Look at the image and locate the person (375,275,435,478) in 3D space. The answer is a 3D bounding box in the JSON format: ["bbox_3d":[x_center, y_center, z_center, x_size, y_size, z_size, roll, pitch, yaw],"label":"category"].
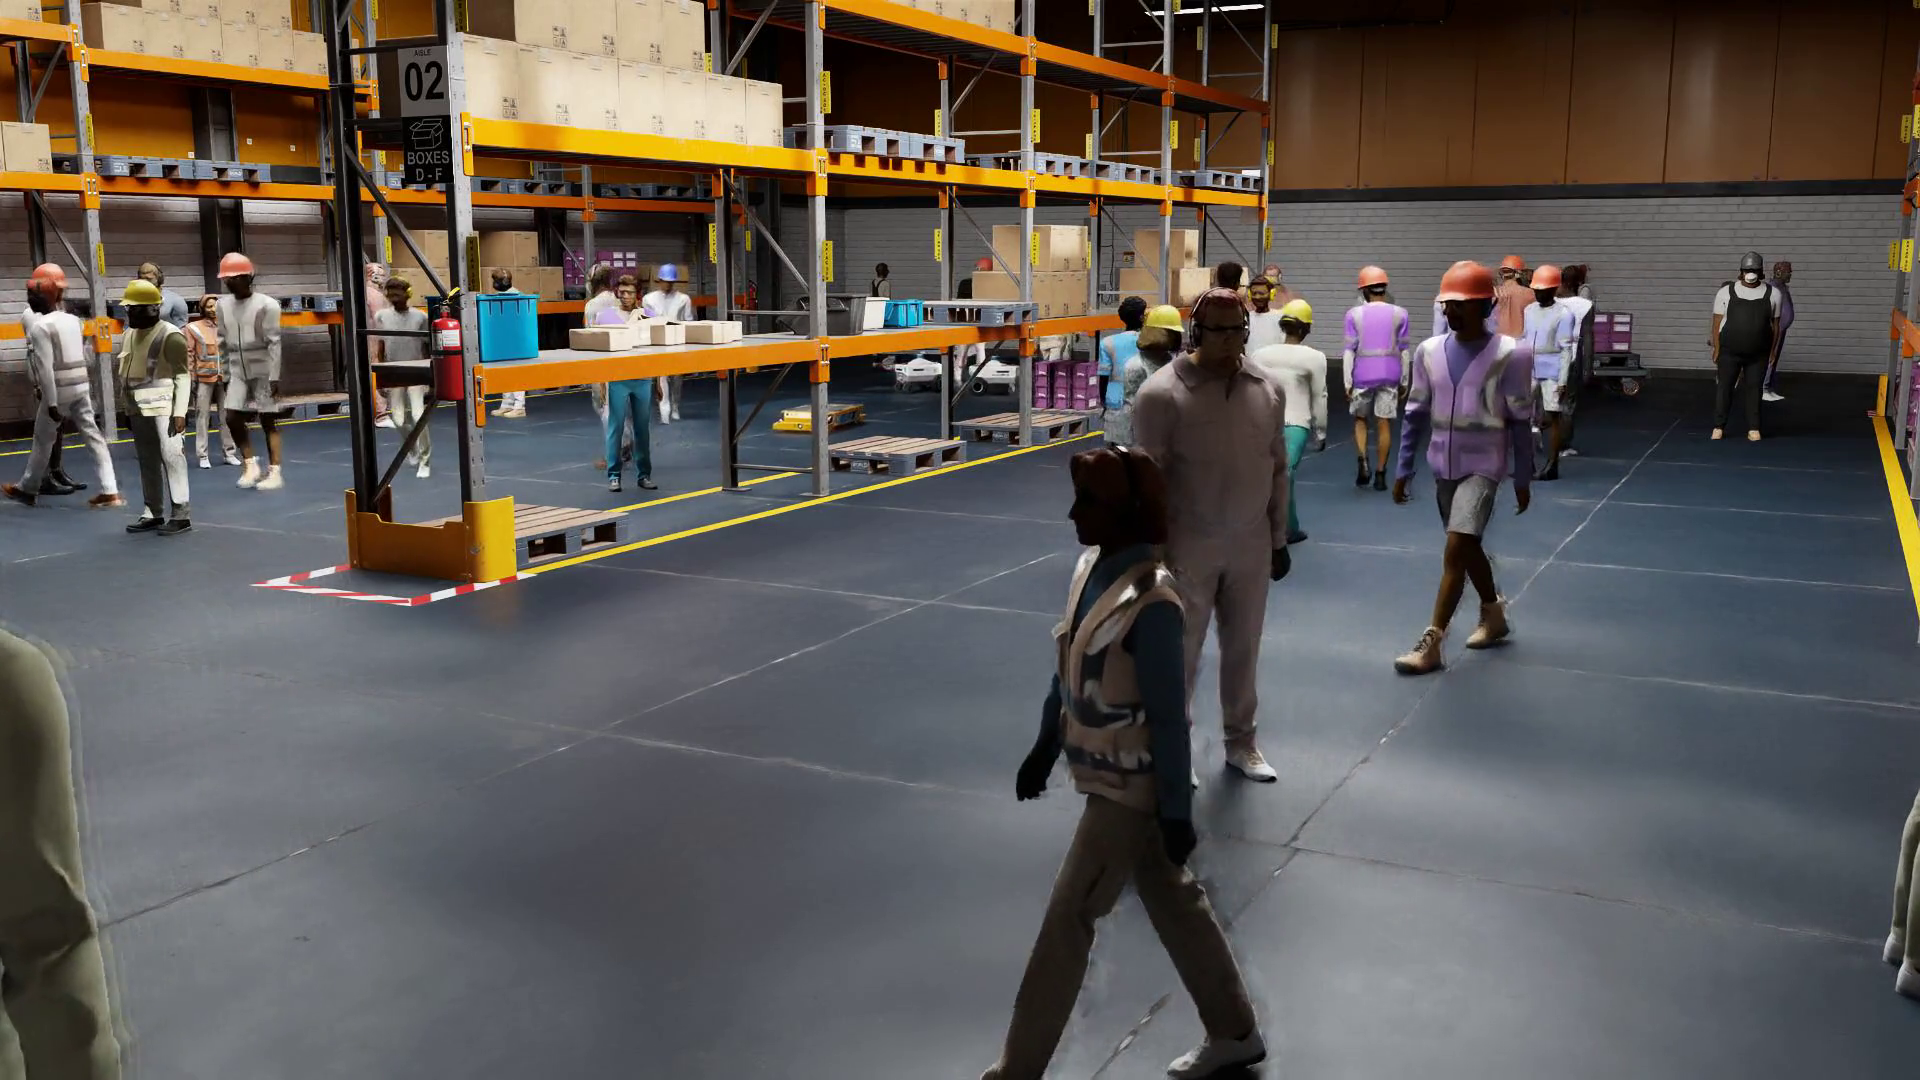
[{"bbox_3d":[-5.021,-1.497,15.154,0.547,1.834,0.605,-1,10,-4],"label":"person"}]

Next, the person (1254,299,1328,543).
[{"bbox_3d":[2.190,-0.767,11.262,0.533,1.715,0.939,8,12,37],"label":"person"}]

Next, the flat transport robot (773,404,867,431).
[{"bbox_3d":[-1.608,-1.436,19.305,0.652,0.197,1.431,3,10,15],"label":"flat transport robot"}]

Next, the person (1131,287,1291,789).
[{"bbox_3d":[0.967,-0.001,6.315,0.652,1.896,0.402,-4,10,-20],"label":"person"}]

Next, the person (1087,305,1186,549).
[{"bbox_3d":[1.127,-0.605,10.303,0.499,1.711,0.777,-7,12,-37],"label":"person"}]

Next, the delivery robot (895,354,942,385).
[{"bbox_3d":[-0.575,-2.442,24.025,0.707,0.478,0.477,-6,12,-30],"label":"delivery robot"}]

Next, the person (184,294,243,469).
[{"bbox_3d":[-7.048,-1.501,15.717,0.312,1.642,0.512,9,13,43],"label":"person"}]

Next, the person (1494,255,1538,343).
[{"bbox_3d":[6.149,-2.184,18.662,0.612,1.991,0.391,4,10,21],"label":"person"}]

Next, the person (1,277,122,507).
[{"bbox_3d":[-7.163,-1.154,13.171,1.032,1.819,0.585,2,10,13],"label":"person"}]

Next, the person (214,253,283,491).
[{"bbox_3d":[-6.012,-1.409,14.095,0.644,2.020,0.502,1,10,8],"label":"person"}]

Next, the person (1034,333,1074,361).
[{"bbox_3d":[1.217,-2.506,21.664,0.529,1.592,0.882,6,12,32],"label":"person"}]

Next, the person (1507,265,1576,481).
[{"bbox_3d":[5.116,-1.460,14.683,0.604,1.912,0.569,-5,11,-28],"label":"person"}]

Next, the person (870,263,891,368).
[{"bbox_3d":[-1.375,-3.960,29.366,0.506,1.846,0.345,9,13,42],"label":"person"}]

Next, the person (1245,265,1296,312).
[{"bbox_3d":[3.799,-2.453,20.601,0.649,1.862,0.971,4,11,22],"label":"person"}]

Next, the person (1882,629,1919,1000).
[{"bbox_3d":[2.756,0.327,4.481,0.309,1.868,0.535,4,11,24],"label":"person"}]

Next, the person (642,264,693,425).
[{"bbox_3d":[-3.489,-2.348,19.930,0.612,1.895,0.980,-2,10,-10],"label":"person"}]

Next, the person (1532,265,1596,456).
[{"bbox_3d":[5.957,-1.758,16.449,0.554,1.903,0.597,-9,13,-41],"label":"person"}]

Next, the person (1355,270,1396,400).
[{"bbox_3d":[5.706,-2.765,22.599,0.625,1.785,0.902,-3,10,-16],"label":"person"}]

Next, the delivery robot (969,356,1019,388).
[{"bbox_3d":[0.483,-2.372,23.623,0.707,0.478,0.477,0,10,0],"label":"delivery robot"}]

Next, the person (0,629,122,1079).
[{"bbox_3d":[-1.308,0.712,1.926,0.640,1.978,0.661,-1,10,-5],"label":"person"}]

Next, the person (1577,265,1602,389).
[{"bbox_3d":[9.123,-3.152,24.722,0.973,1.831,0.602,2,10,13],"label":"person"}]

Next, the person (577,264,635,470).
[{"bbox_3d":[-3.304,-1.606,15.520,0.432,1.921,0.650,2,10,11],"label":"person"}]

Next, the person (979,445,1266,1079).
[{"bbox_3d":[0.370,0.567,3.903,0.875,1.593,0.515,-1,10,-8],"label":"person"}]

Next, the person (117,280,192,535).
[{"bbox_3d":[-5.806,-0.946,11.958,0.603,1.828,0.404,5,11,25],"label":"person"}]

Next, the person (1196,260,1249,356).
[{"bbox_3d":[2.450,-1.626,15.574,0.436,1.969,0.629,-8,13,-38],"label":"person"}]

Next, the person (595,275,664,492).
[{"bbox_3d":[-2.816,-1.337,14.199,0.564,1.838,0.391,-5,11,-26],"label":"person"}]

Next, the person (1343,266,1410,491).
[{"bbox_3d":[3.559,-1.375,14.212,0.578,1.910,0.450,2,10,11],"label":"person"}]

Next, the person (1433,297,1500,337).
[{"bbox_3d":[4.975,-1.770,16.416,0.629,1.940,0.379,3,10,18],"label":"person"}]

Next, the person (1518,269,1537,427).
[{"bbox_3d":[6.557,-2.223,19.330,0.430,1.840,0.625,2,10,11],"label":"person"}]

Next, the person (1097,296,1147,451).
[{"bbox_3d":[1.319,-1.024,12.785,0.538,1.698,0.320,1,10,9],"label":"person"}]

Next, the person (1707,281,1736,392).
[{"bbox_3d":[11.061,-2.924,23.998,0.530,1.619,0.369,7,12,34],"label":"person"}]

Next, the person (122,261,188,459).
[{"bbox_3d":[-7.895,-1.758,16.351,0.631,1.939,0.372,0,10,-3],"label":"person"}]

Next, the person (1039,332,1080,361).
[{"bbox_3d":[1.397,-3.009,23.704,0.621,1.903,0.504,1,10,9],"label":"person"}]

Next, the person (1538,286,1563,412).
[{"bbox_3d":[7.316,-2.293,20.364,0.497,1.626,0.288,4,11,24],"label":"person"}]

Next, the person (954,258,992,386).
[{"bbox_3d":[0.228,-3.299,25.282,0.652,1.941,0.401,0,10,-1],"label":"person"}]

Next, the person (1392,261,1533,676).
[{"bbox_3d":[2.501,-0.374,8.217,1.062,1.990,0.628,-8,13,-40],"label":"person"}]

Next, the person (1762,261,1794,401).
[{"bbox_3d":[11.222,-2.864,22.846,0.402,1.906,0.652,7,12,36],"label":"person"}]

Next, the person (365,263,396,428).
[{"bbox_3d":[-6.755,-2.254,19.306,0.411,1.910,0.643,-8,12,-38],"label":"person"}]

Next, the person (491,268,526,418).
[{"bbox_3d":[-5.598,-2.430,20.525,0.429,1.839,0.634,-9,13,-42],"label":"person"}]

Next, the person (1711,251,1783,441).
[{"bbox_3d":[8.478,-2.084,17.941,0.681,2.000,0.538,3,10,19],"label":"person"}]

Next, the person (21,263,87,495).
[{"bbox_3d":[-7.609,-1.349,13.990,0.376,1.933,0.551,-1,10,-7],"label":"person"}]

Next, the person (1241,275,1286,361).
[{"bbox_3d":[2.633,-1.365,14.376,0.531,1.845,0.834,3,10,18],"label":"person"}]
